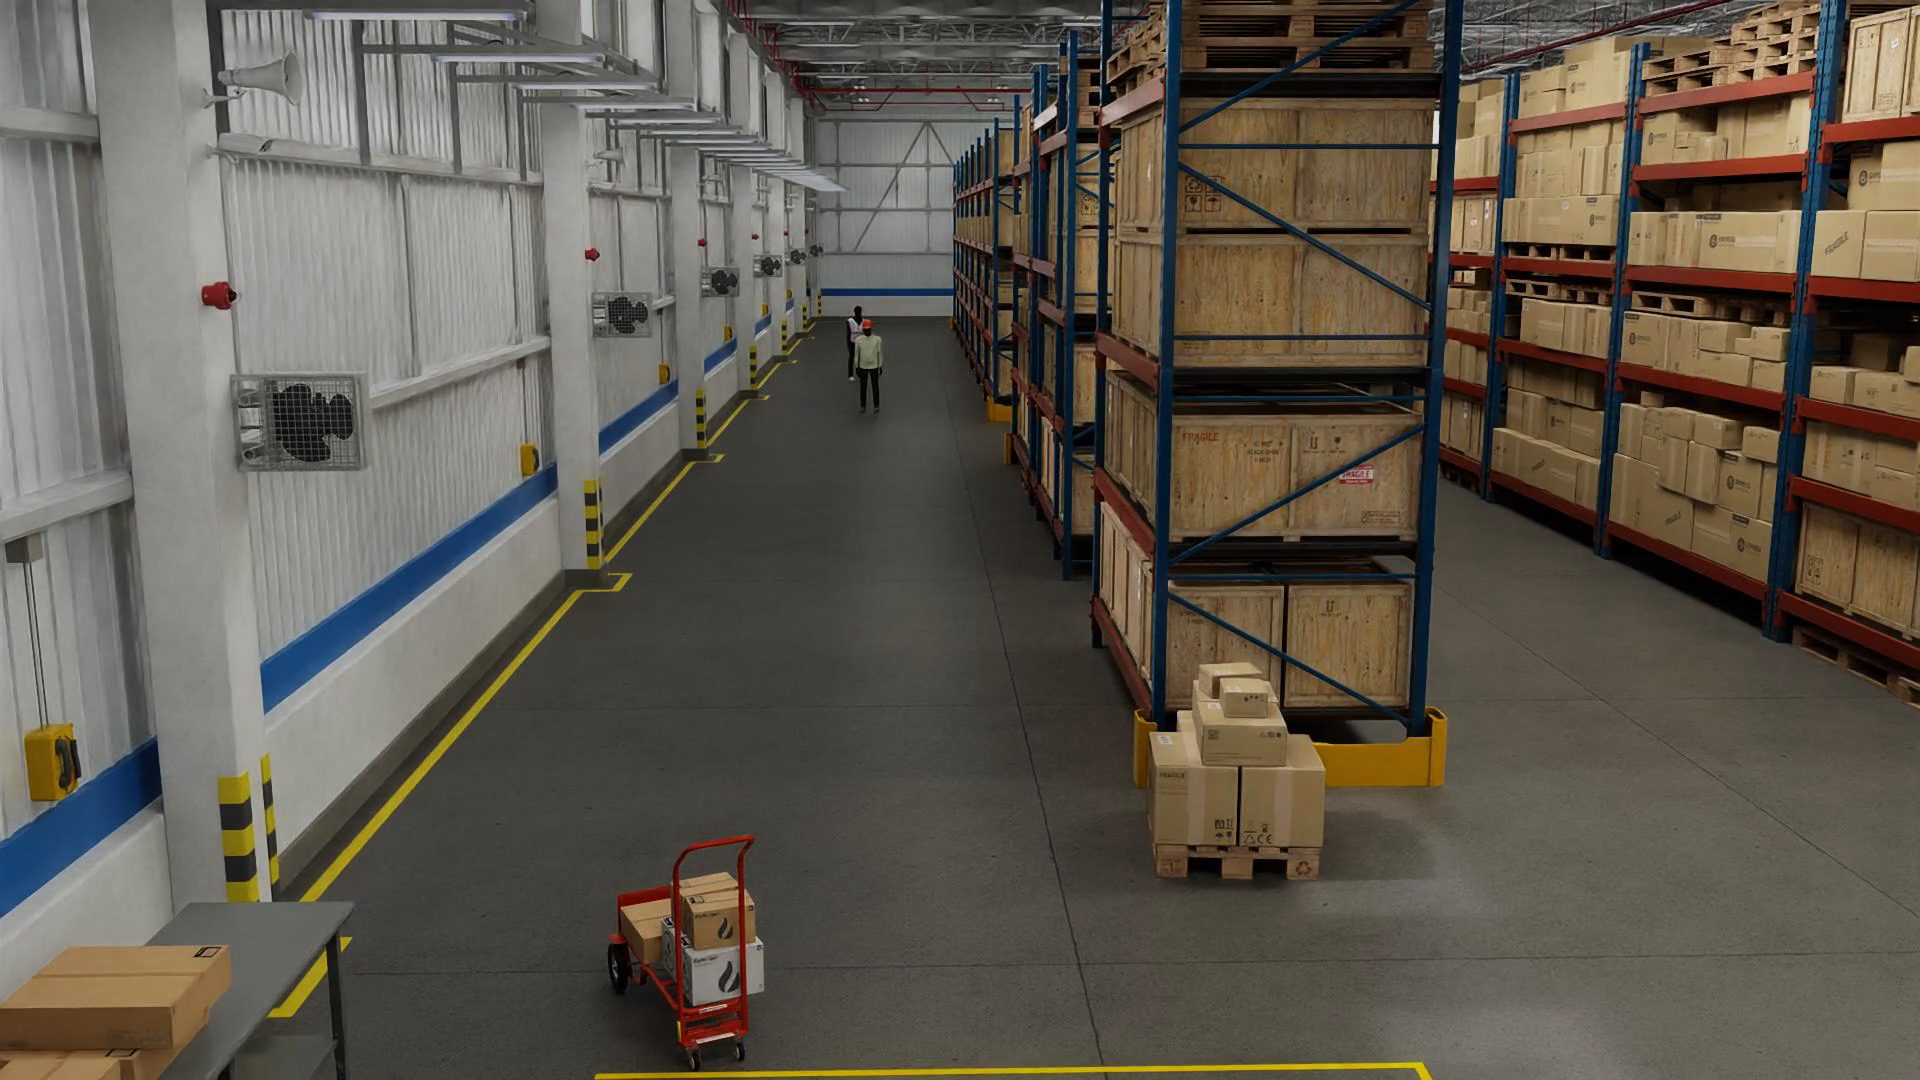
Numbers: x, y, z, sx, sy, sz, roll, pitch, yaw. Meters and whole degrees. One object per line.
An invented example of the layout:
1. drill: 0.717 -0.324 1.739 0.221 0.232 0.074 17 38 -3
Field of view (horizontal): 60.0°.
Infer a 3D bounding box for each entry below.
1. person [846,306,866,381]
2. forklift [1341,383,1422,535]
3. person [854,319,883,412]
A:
1. person: -2.634 -5.032 42.573 0.596 1.910 0.383 -6 12 -29
2. forklift: 5.410 -1.533 21.826 1.129 2.768 1.873 0 11 -2
3. person: -1.951 -3.708 35.486 0.618 1.989 0.401 0 11 1
